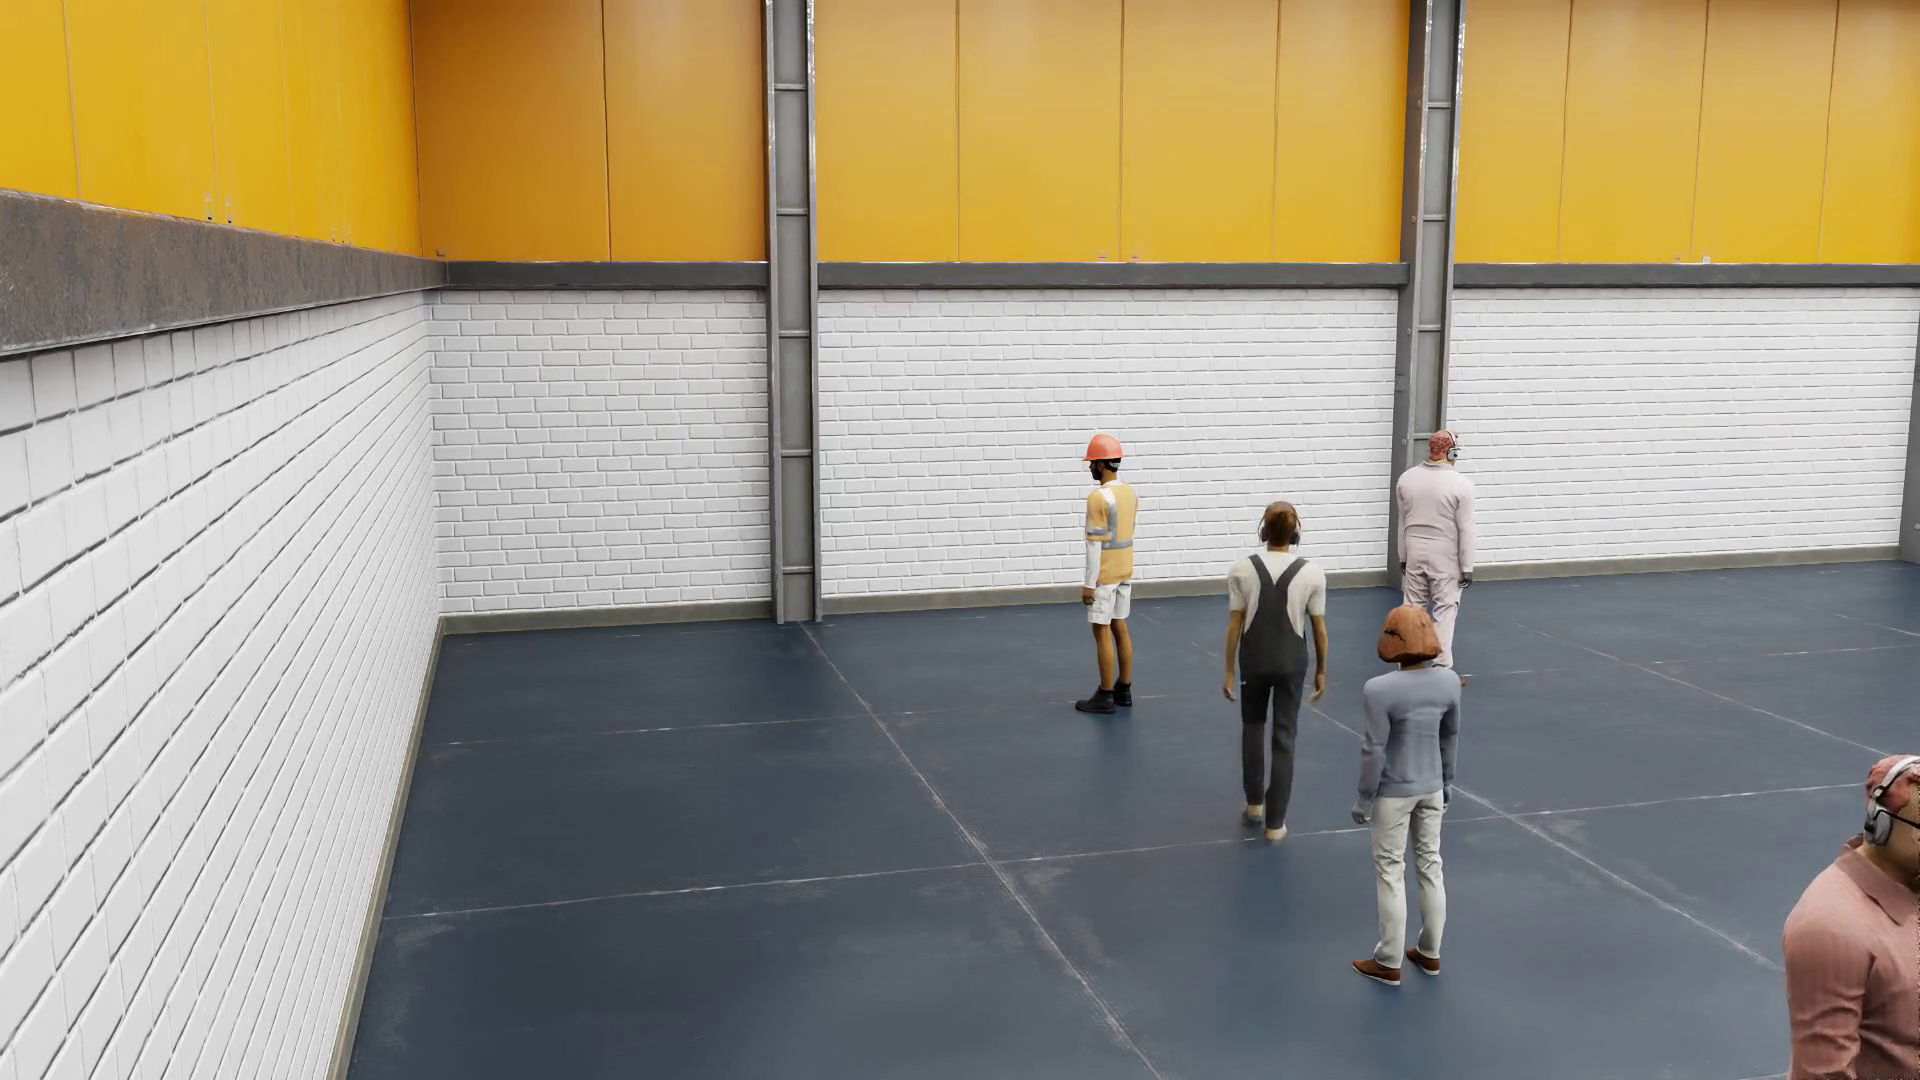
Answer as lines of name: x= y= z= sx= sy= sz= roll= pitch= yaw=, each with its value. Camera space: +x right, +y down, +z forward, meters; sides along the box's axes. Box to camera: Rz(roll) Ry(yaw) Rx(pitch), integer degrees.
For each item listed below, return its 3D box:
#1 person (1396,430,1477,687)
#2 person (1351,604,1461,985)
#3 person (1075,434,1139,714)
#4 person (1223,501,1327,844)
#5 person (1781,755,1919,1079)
person: x=3.502 y=0.141 z=12.194 sx=0.401 sy=1.903 sz=0.643 roll=-8 pitch=12 yaw=-41
person: x=1.906 y=1.085 z=7.120 sx=0.509 sy=1.631 sz=0.268 roll=-4 pitch=10 yaw=-24
person: x=1.004 y=0.233 z=11.523 sx=0.382 sy=1.932 sz=0.541 roll=6 pitch=11 yaw=33
person: x=1.716 y=0.686 z=9.016 sx=0.533 sy=1.819 sz=0.708 roll=2 pitch=9 yaw=15
person: x=2.230 y=1.445 z=4.034 sx=0.643 sy=1.905 sz=0.399 roll=-8 pitch=12 yaw=-40
